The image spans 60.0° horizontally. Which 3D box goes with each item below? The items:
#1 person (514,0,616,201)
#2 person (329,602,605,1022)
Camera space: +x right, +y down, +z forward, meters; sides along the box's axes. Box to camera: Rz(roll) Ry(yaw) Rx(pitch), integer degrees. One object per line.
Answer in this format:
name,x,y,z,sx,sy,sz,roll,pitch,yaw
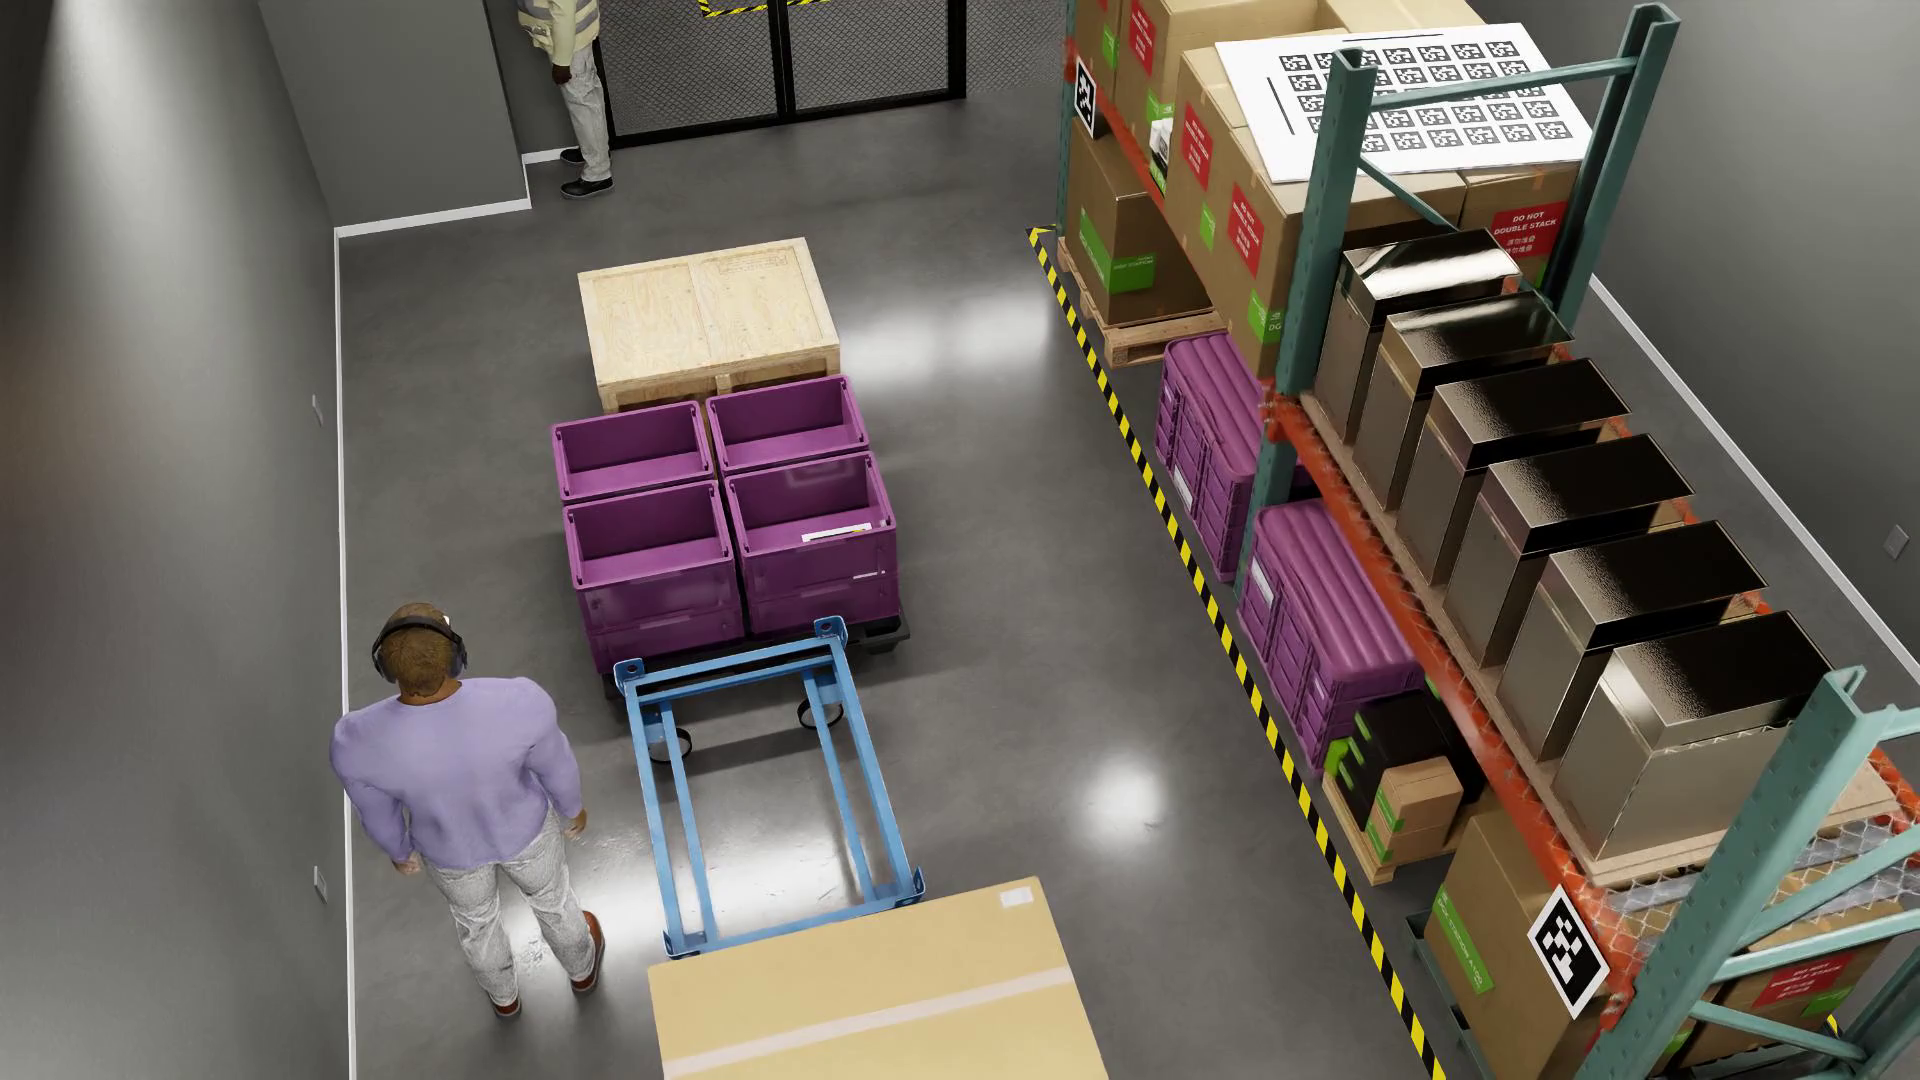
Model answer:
person,-1.992,-2.566,8.314,0.403,1.833,0.591,-6,48,-5
person,-1.455,0.869,5.088,0.636,1.939,0.365,-13,49,-12
